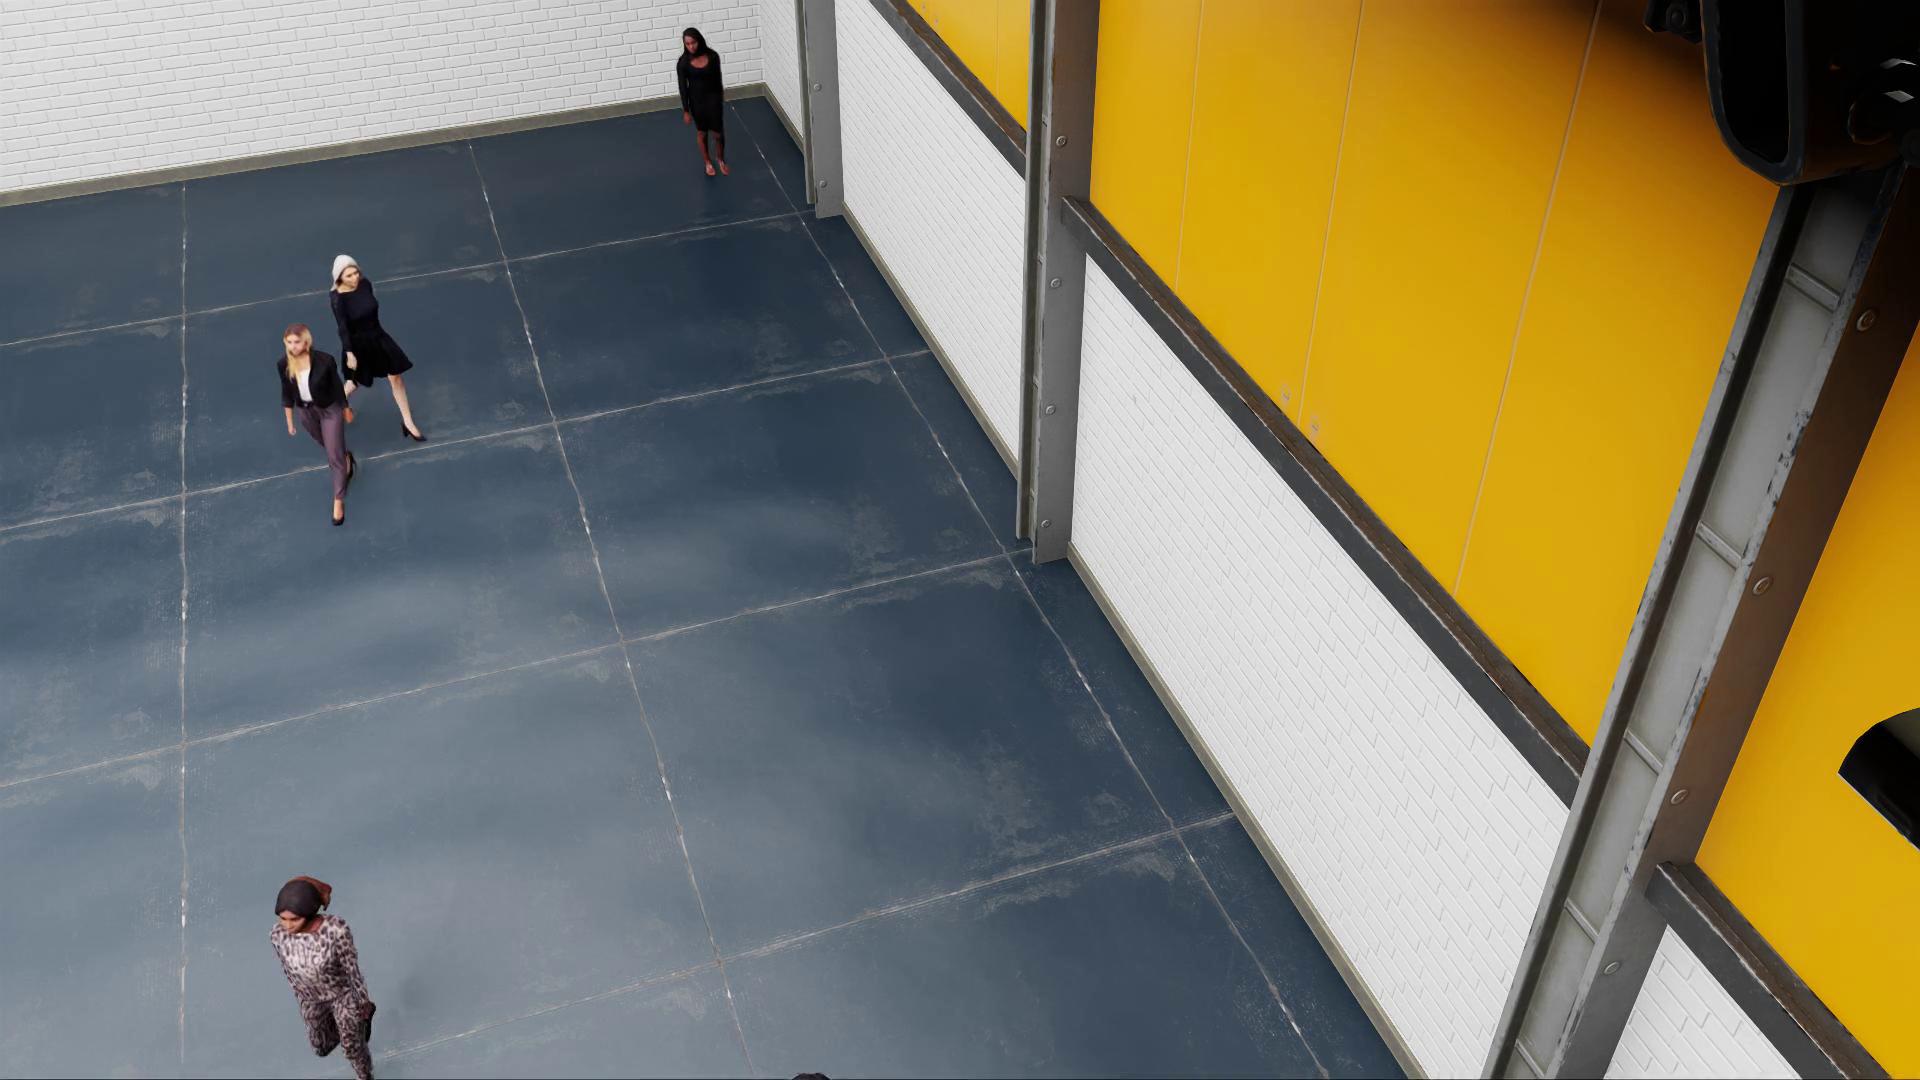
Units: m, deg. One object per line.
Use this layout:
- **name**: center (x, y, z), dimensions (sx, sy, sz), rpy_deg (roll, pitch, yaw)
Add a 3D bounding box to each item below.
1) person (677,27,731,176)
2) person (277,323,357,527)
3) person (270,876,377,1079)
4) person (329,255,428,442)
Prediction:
- **person**: center (-2.687, -4.599, 17.449), dimensions (0.653, 1.688, 0.679), rpy_deg (-15, 41, -18)
- **person**: center (-4.966, -0.995, 12.990), dimensions (0.827, 1.621, 1.117), rpy_deg (-1, 39, -2)
- **person**: center (-3.266, 2.331, 8.759), dimensions (0.732, 1.703, 0.886), rpy_deg (1, 39, 1)
- **person**: center (-4.941, -1.576, 13.650), dimensions (1.175, 1.705, 1.065), rpy_deg (20, 43, 23)
